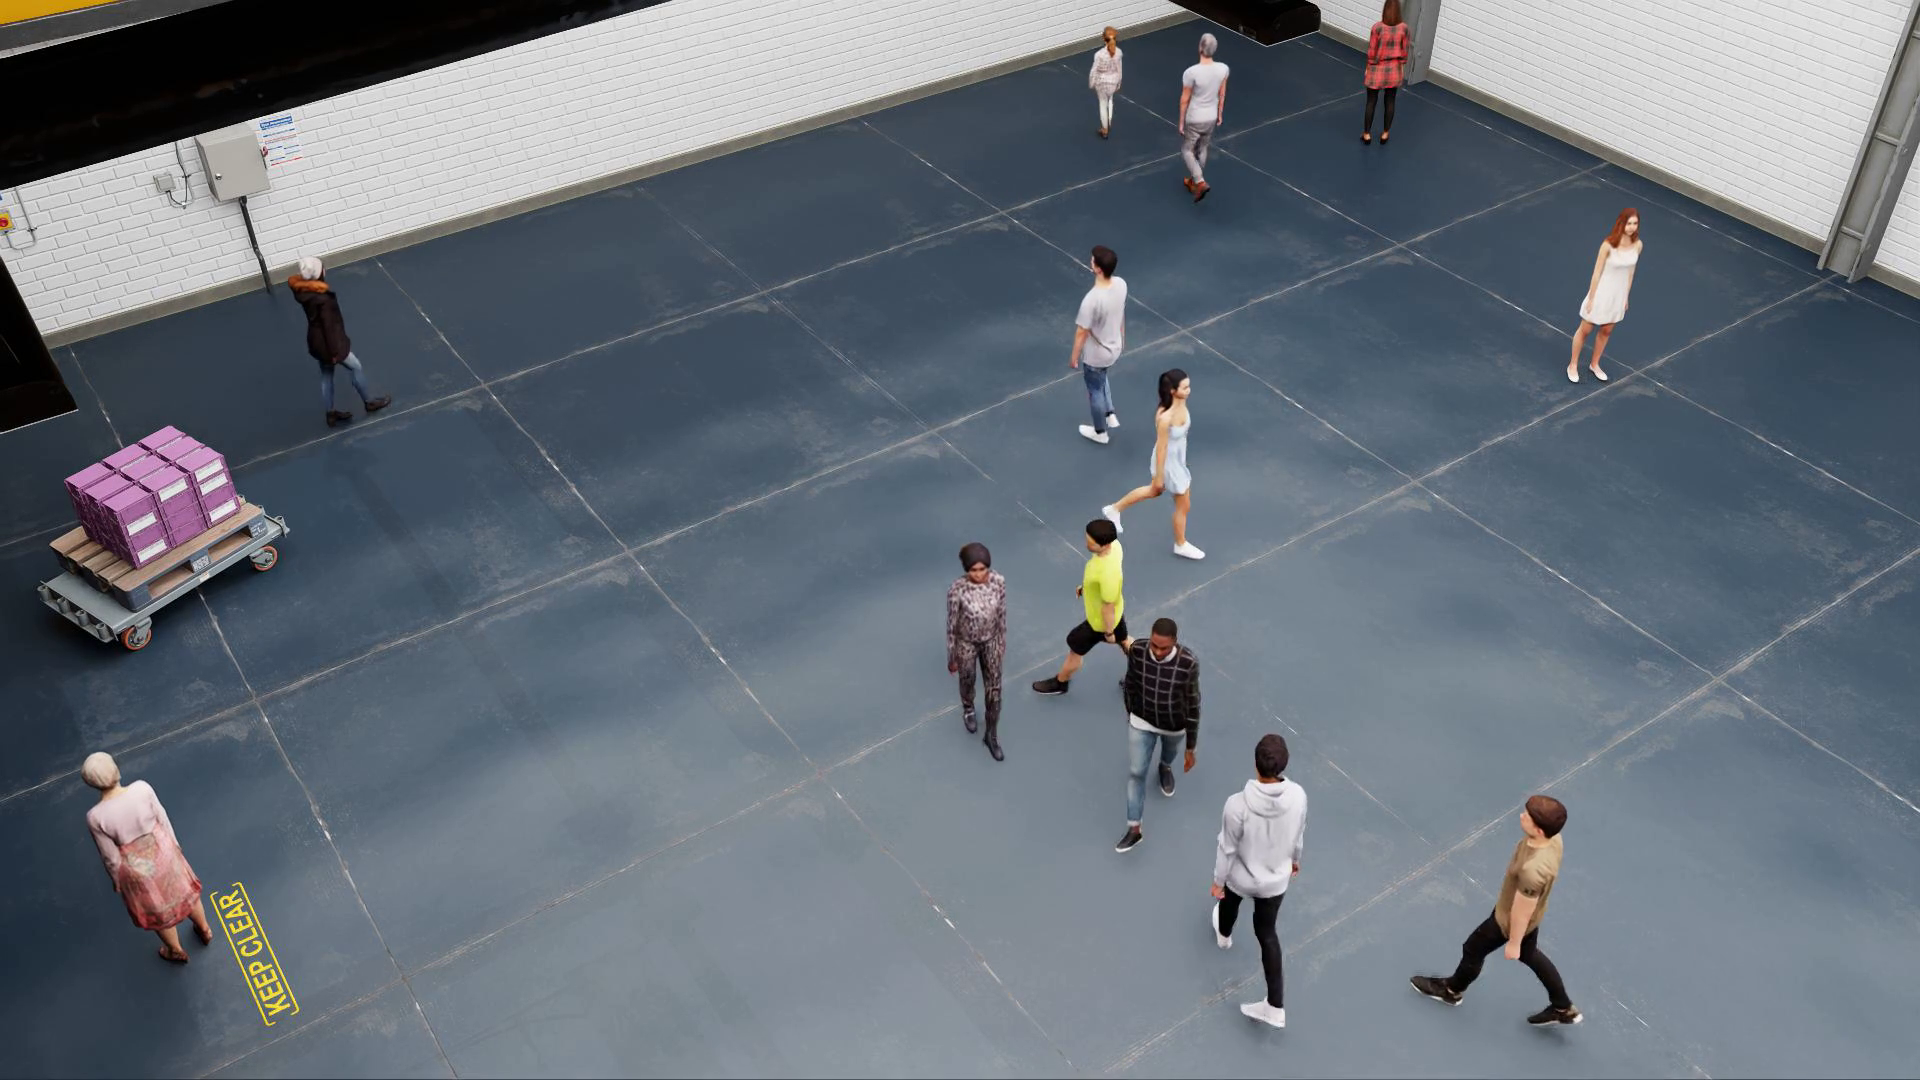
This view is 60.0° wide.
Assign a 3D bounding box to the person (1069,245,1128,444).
[{"bbox_3d":[1.271,-1.616,14.151,0.733,1.875,0.759,30,47,32],"label":"person"}]

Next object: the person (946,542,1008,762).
[{"bbox_3d":[0.098,0.659,11.445,0.788,1.697,0.935,-7,39,-9],"label":"person"}]

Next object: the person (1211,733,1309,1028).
[{"bbox_3d":[1.746,2.002,9.616,1.095,1.880,1.353,-10,40,-12],"label":"person"}]

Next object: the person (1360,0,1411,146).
[{"bbox_3d":[4.837,-5.345,18.961,0.703,1.700,0.748,3,39,3],"label":"person"}]

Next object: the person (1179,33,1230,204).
[{"bbox_3d":[2.606,-4.464,17.770,0.845,1.809,1.051,-13,40,-15],"label":"person"}]

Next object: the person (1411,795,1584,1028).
[{"bbox_3d":[3.267,2.164,9.466,1.307,1.816,1.053,19,42,22],"label":"person"}]

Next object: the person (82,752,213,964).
[{"bbox_3d":[-4.837,1.903,9.893,0.659,1.690,0.649,27,46,30],"label":"person"}]

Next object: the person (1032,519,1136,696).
[{"bbox_3d":[1.092,0.495,11.684,1.183,1.655,1.125,6,39,8],"label":"person"}]

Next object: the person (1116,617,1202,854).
[{"bbox_3d":[1.327,1.105,10.835,1.251,1.762,1.220,10,40,12],"label":"person"}]

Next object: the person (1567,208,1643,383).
[{"bbox_3d":[5.860,-2.227,15.047,0.643,1.712,0.669,-3,39,-4],"label":"person"}]

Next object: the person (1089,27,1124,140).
[{"bbox_3d":[1.718,-5.248,19.159,0.580,1.301,0.627,-16,41,-19],"label":"person"}]

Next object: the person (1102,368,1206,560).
[{"bbox_3d":[1.549,-0.622,13.047,1.177,1.700,0.983,13,40,16],"label":"person"}]

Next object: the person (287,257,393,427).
[{"bbox_3d":[-5.554,-1.697,14.460,0.831,1.617,0.796,27,46,30],"label":"person"}]
